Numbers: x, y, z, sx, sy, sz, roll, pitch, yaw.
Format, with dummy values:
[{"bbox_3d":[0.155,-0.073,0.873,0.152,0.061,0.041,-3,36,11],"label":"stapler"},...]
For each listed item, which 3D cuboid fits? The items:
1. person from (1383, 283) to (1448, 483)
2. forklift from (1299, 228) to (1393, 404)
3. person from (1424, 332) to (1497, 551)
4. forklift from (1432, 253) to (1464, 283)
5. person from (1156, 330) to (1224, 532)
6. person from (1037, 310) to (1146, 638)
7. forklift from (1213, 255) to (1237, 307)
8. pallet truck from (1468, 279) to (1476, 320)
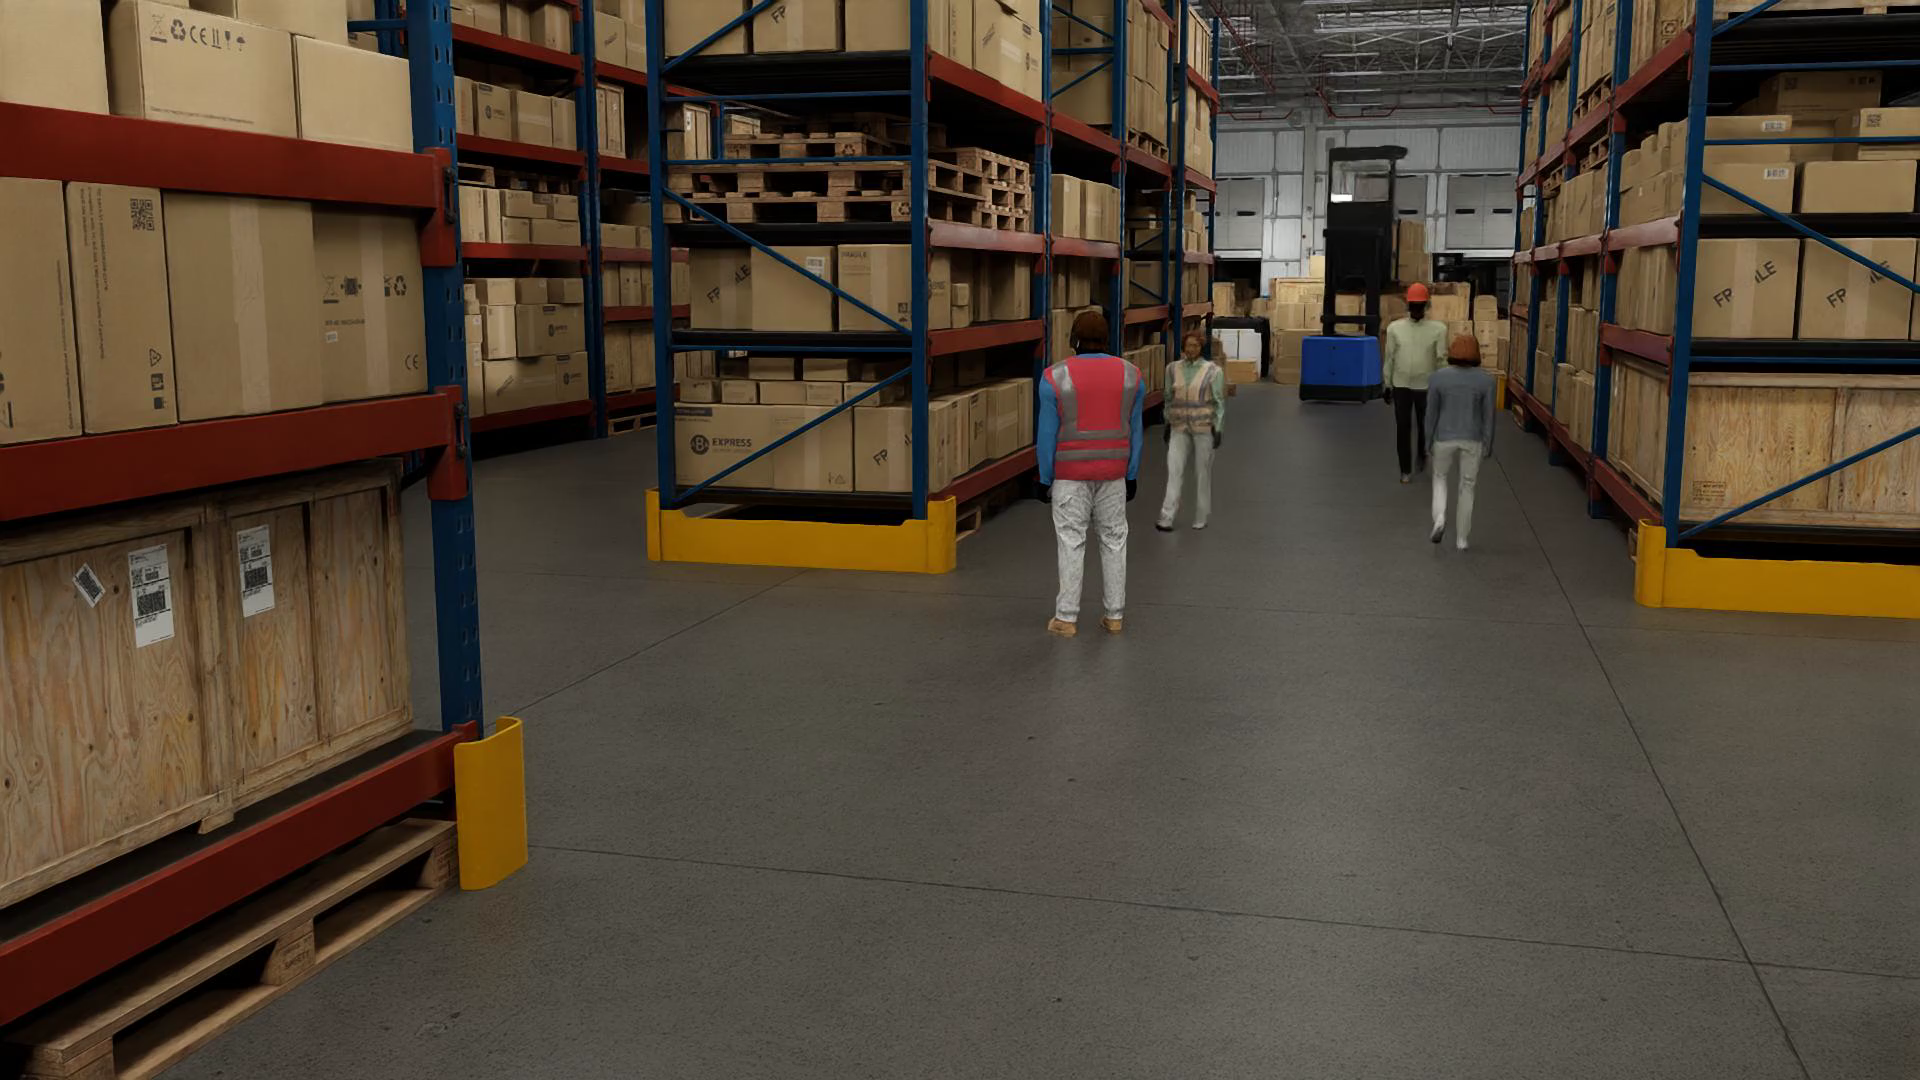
[{"bbox_3d":[4.525,-1.563,16.566,0.619,1.976,0.643,3,9,16],"label":"person"},{"bbox_3d":[6.367,-3.677,27.134,1.129,2.768,1.873,5,10,30],"label":"forklift"},{"bbox_3d":[3.719,-0.727,12.381,0.502,1.625,0.386,3,10,20],"label":"person"},{"bbox_3d":[15.323,-7.665,52.470,1.129,2.768,1.873,-2,9,-14],"label":"forklift"},{"bbox_3d":[1.830,-0.857,13.215,0.541,1.602,0.705,5,10,27],"label":"person"},{"bbox_3d":[0.723,-0.366,9.392,0.625,1.844,0.429,-2,9,-15],"label":"person"},{"bbox_3d":[8.572,-8.457,57.503,1.873,2.768,1.129,-4,10,-26],"label":"forklift"},{"bbox_3d":[18.896,-8.459,60.307,1.885,1.965,0.823,5,10,31],"label":"pallet truck"}]
